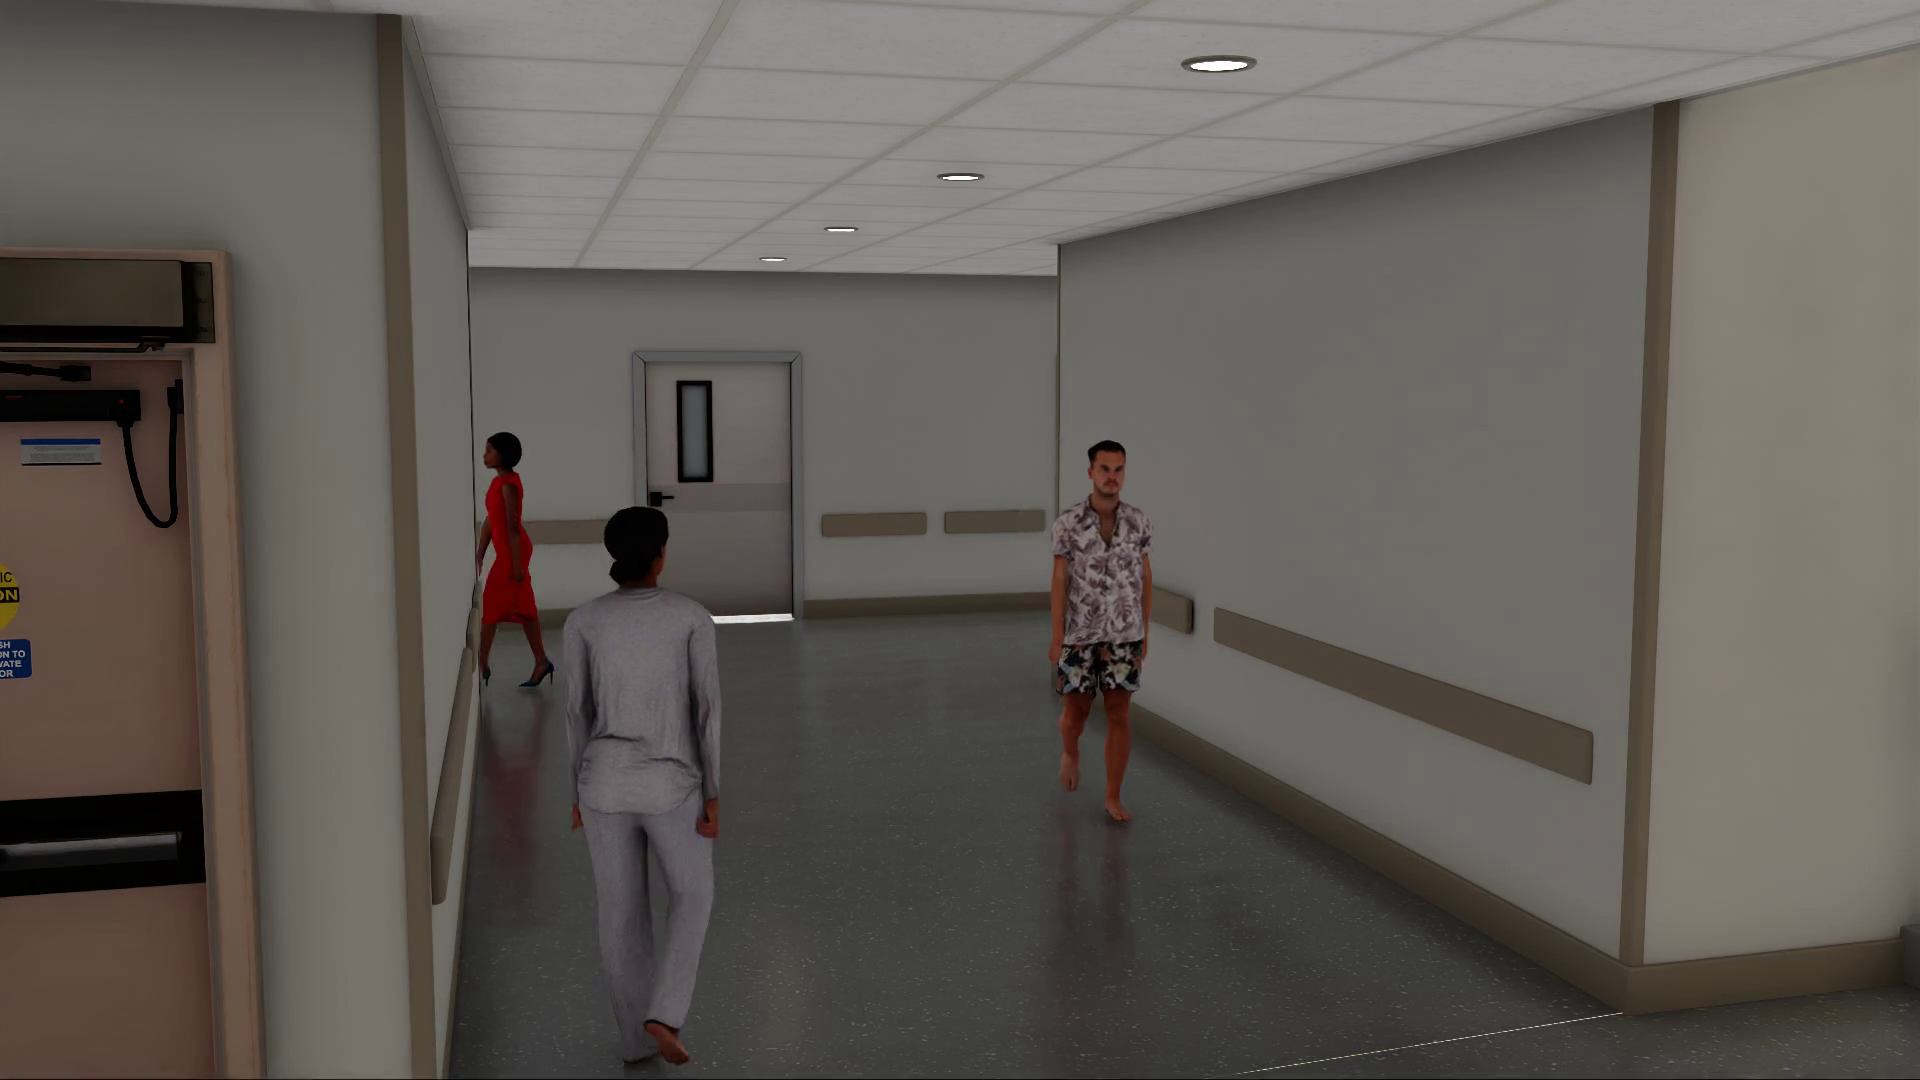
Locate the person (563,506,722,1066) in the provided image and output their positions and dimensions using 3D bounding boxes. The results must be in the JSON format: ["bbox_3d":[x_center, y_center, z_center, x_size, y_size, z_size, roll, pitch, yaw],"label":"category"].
[{"bbox_3d":[-0.963,0.770,4.998,0.844,1.724,0.805,0,6,-2],"label":"person"}]

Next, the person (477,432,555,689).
[{"bbox_3d":[-2.919,0.153,11.138,0.909,1.722,0.648,-2,6,-19],"label":"person"}]

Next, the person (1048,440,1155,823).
[{"bbox_3d":[0.658,0.426,8.040,0.815,1.798,0.787,-1,6,-8],"label":"person"}]
